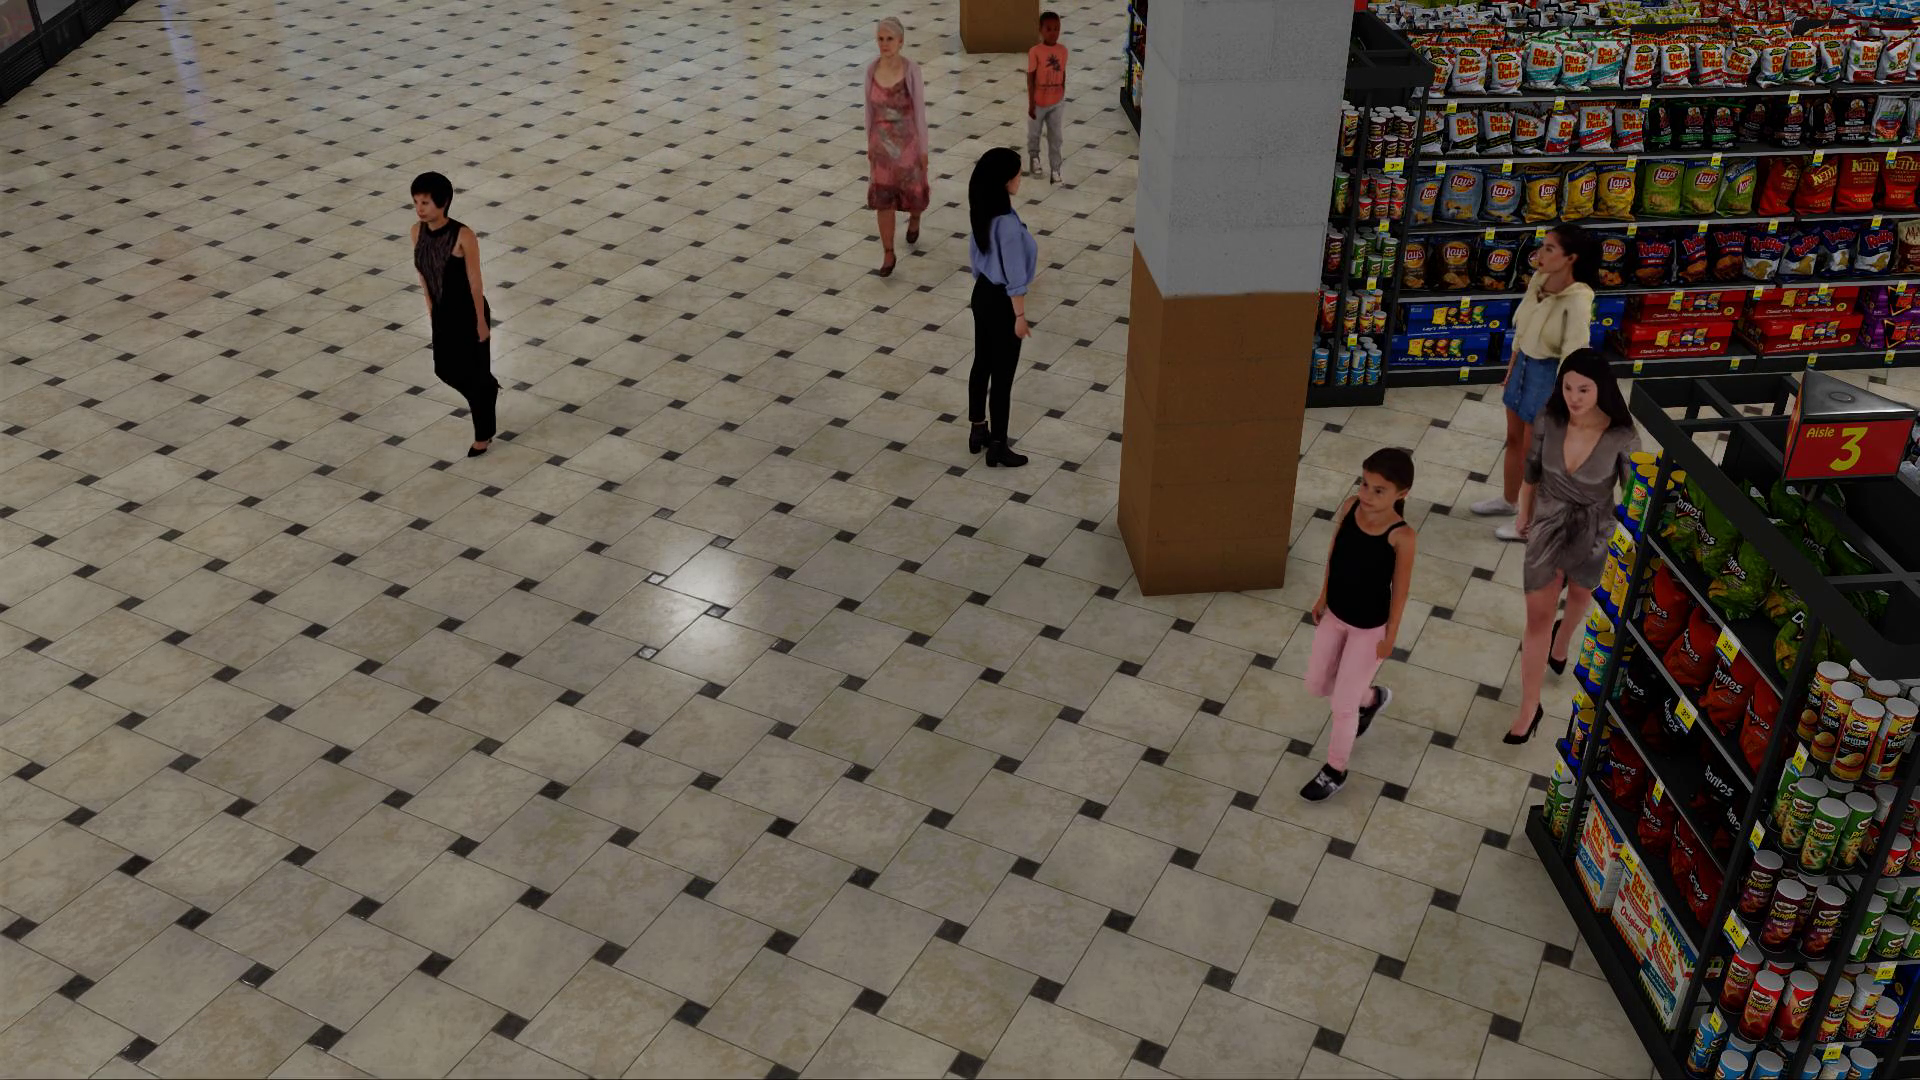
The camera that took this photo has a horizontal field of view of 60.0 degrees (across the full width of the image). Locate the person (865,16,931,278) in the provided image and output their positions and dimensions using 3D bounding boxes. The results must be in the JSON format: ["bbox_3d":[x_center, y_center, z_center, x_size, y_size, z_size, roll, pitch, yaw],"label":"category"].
[{"bbox_3d":[-0.402,-2.657,11.176,1.022,1.660,0.846,6,32,9],"label":"person"}]

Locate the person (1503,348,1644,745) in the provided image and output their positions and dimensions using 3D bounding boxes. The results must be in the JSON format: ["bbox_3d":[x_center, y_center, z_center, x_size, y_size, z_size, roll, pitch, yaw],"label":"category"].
[{"bbox_3d":[2.552,-0.026,6.920,1.160,1.687,1.148,16,35,24],"label":"person"}]

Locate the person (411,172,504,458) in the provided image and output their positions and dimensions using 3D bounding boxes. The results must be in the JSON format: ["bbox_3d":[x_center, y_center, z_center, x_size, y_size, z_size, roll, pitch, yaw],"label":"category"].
[{"bbox_3d":[-2.639,-1.236,8.956,0.761,1.592,0.805,12,34,19],"label":"person"}]

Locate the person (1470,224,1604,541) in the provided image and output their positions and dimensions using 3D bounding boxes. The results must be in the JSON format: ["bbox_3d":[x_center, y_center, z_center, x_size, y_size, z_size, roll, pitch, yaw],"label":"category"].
[{"bbox_3d":[2.861,-0.781,8.186,0.606,1.632,0.673,-8,33,-12],"label":"person"}]

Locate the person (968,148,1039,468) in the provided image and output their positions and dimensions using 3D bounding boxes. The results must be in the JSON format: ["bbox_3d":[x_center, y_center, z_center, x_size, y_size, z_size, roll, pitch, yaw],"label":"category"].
[{"bbox_3d":[0.192,-1.216,8.777,0.686,1.746,0.720,-14,35,-22],"label":"person"}]

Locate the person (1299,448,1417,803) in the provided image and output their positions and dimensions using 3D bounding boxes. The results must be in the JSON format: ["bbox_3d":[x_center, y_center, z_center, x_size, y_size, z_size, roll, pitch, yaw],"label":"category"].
[{"bbox_3d":[1.594,0.300,6.526,0.905,1.551,0.766,-21,38,-30],"label":"person"}]

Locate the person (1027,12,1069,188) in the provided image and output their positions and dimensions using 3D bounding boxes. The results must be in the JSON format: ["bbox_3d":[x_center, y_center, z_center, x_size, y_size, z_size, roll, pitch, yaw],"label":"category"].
[{"bbox_3d":[0.628,-3.365,12.671,0.851,1.282,0.593,-6,32,-9],"label":"person"}]
